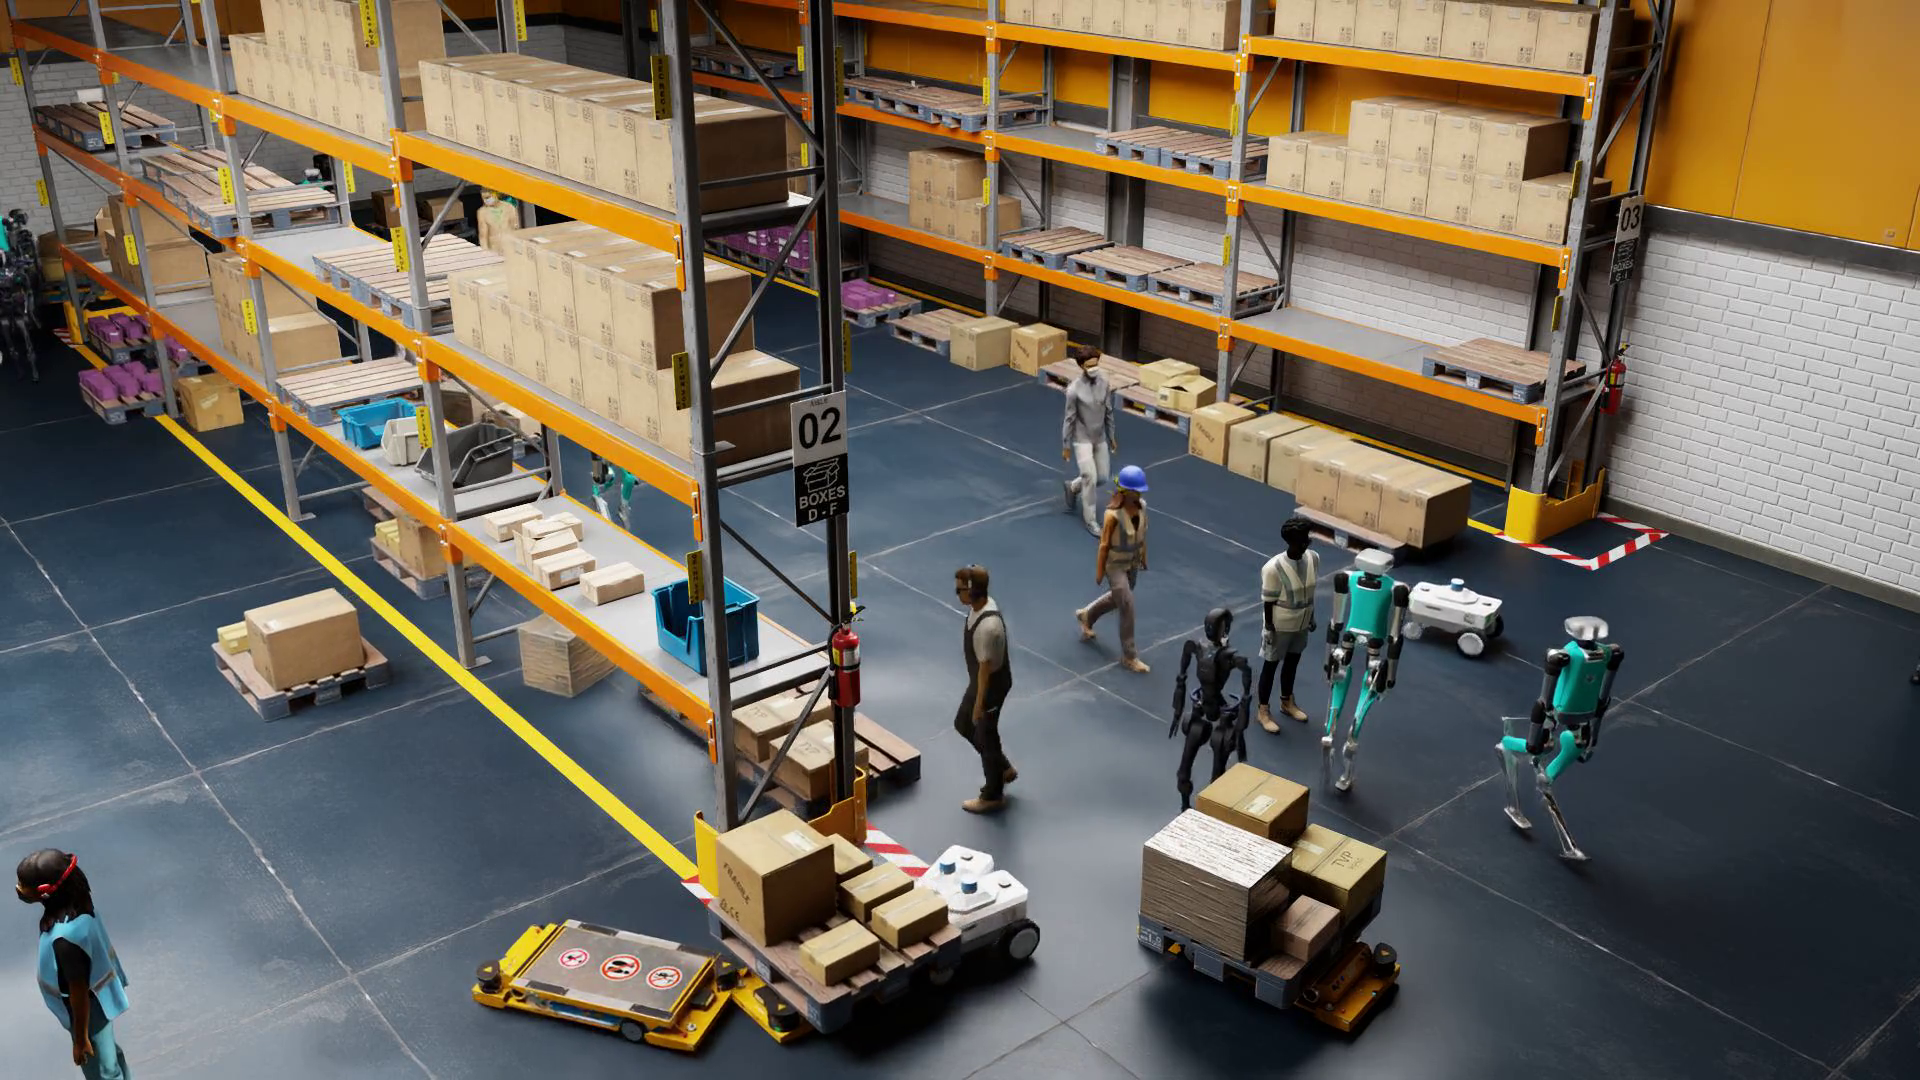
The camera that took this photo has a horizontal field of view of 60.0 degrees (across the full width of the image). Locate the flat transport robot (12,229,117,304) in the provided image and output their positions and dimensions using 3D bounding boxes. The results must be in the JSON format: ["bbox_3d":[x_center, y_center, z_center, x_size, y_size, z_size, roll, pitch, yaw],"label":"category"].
[{"bbox_3d":[-12.822,-3.550,23.864,1.431,0.231,0.659,-10,25,-23],"label":"flat transport robot"}]

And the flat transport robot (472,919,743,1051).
[{"bbox_3d":[-2.048,2.569,9.693,1.431,0.231,0.659,7,24,17],"label":"flat transport robot"}]

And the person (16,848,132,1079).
[{"bbox_3d":[-4.317,2.338,8.231,0.394,1.862,0.508,-11,26,-24],"label":"person"}]

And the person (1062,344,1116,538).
[{"bbox_3d":[1.209,-0.985,15.891,0.541,1.859,0.680,-15,28,-31],"label":"person"}]

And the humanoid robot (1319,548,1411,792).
[{"bbox_3d":[2.698,1.036,11.498,0.530,1.881,0.767,14,27,29],"label":"humanoid robot"}]

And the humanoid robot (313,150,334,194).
[{"bbox_3d":[-10.260,-5.730,27.166,0.592,1.639,0.646,11,26,24],"label":"humanoid robot"}]

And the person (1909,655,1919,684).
[{"bbox_3d":[7.798,0.268,12.941,0.546,1.924,0.382,14,27,29],"label":"person"}]

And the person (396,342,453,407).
[{"bbox_3d":[-5.822,-1.889,18.157,0.589,1.736,0.391,-17,28,-34],"label":"person"}]

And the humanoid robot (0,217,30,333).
[{"bbox_3d":[-12.681,-3.621,22.197,0.536,1.816,0.679,-4,24,-8],"label":"humanoid robot"}]

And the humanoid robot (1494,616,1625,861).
[{"bbox_3d":[3.885,1.246,10.905,0.560,1.747,0.997,-6,24,-14],"label":"humanoid robot"}]

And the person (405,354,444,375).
[{"bbox_3d":[-6.554,-2.648,19.908,0.689,1.747,0.488,5,24,12],"label":"person"}]

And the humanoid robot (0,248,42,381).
[{"bbox_3d":[-11.526,-2.719,20.175,0.609,1.639,0.598,-10,25,-22],"label":"humanoid robot"}]

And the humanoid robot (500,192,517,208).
[{"bbox_3d":[-7.338,-5.634,26.895,0.552,1.799,0.907,-19,30,-37],"label":"humanoid robot"}]

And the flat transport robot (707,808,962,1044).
[{"bbox_3d":[-0.661,2.475,9.911,1.431,0.231,0.659,-18,29,-36],"label":"flat transport robot"}]

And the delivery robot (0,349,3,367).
[{"bbox_3d":[-12.280,-2.307,20.641,0.499,0.608,0.803,-4,24,-10],"label":"delivery robot"}]

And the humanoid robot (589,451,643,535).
[{"bbox_3d":[-3.222,-0.623,15.365,0.536,1.887,0.765,-18,29,-35],"label":"humanoid robot"}]

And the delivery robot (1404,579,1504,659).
[{"bbox_3d":[4.131,0.618,13.850,0.778,0.594,0.499,14,27,30],"label":"delivery robot"}]

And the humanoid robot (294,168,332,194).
[{"bbox_3d":[-9.608,-4.651,24.586,0.558,1.784,0.950,-18,29,-35],"label":"humanoid robot"}]

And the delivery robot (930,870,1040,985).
[{"bbox_3d":[0.069,2.283,10.003,0.798,0.601,0.499,-15,27,-30],"label":"delivery robot"}]

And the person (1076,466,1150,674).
[{"bbox_3d":[1.248,0.158,13.413,0.495,1.736,0.841,-20,30,-38],"label":"person"}]

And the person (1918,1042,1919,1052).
[{"bbox_3d":[5.572,2.056,8.993,0.524,1.768,0.328,-19,30,-37],"label":"person"}]

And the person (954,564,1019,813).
[{"bbox_3d":[0.152,1.010,11.337,0.394,1.824,0.545,-2,23,-6],"label":"person"}]

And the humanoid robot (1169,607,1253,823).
[{"bbox_3d":[1.677,1.217,11.046,0.600,1.654,0.332,17,29,34],"label":"humanoid robot"}]

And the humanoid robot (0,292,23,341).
[{"bbox_3d":[-12.677,-3.395,21.737,0.592,1.645,0.525,7,24,16],"label":"humanoid robot"}]

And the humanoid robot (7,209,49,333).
[{"bbox_3d":[-12.445,-3.597,22.192,0.613,1.638,0.332,12,26,25],"label":"humanoid robot"}]

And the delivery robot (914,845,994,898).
[{"bbox_3d":[-0.067,2.202,10.197,0.499,0.605,0.799,12,26,25],"label":"delivery robot"}]

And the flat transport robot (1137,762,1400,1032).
[{"bbox_3d":[1.844,2.435,10.004,1.431,0.231,0.659,18,29,35],"label":"flat transport robot"}]

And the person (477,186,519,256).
[{"bbox_3d":[-6.320,-3.991,22.901,0.666,1.856,0.373,-8,25,-18],"label":"person"}]

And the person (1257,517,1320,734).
[{"bbox_3d":[2.452,0.617,12.412,0.534,1.696,0.318,-15,28,-31],"label":"person"}]
